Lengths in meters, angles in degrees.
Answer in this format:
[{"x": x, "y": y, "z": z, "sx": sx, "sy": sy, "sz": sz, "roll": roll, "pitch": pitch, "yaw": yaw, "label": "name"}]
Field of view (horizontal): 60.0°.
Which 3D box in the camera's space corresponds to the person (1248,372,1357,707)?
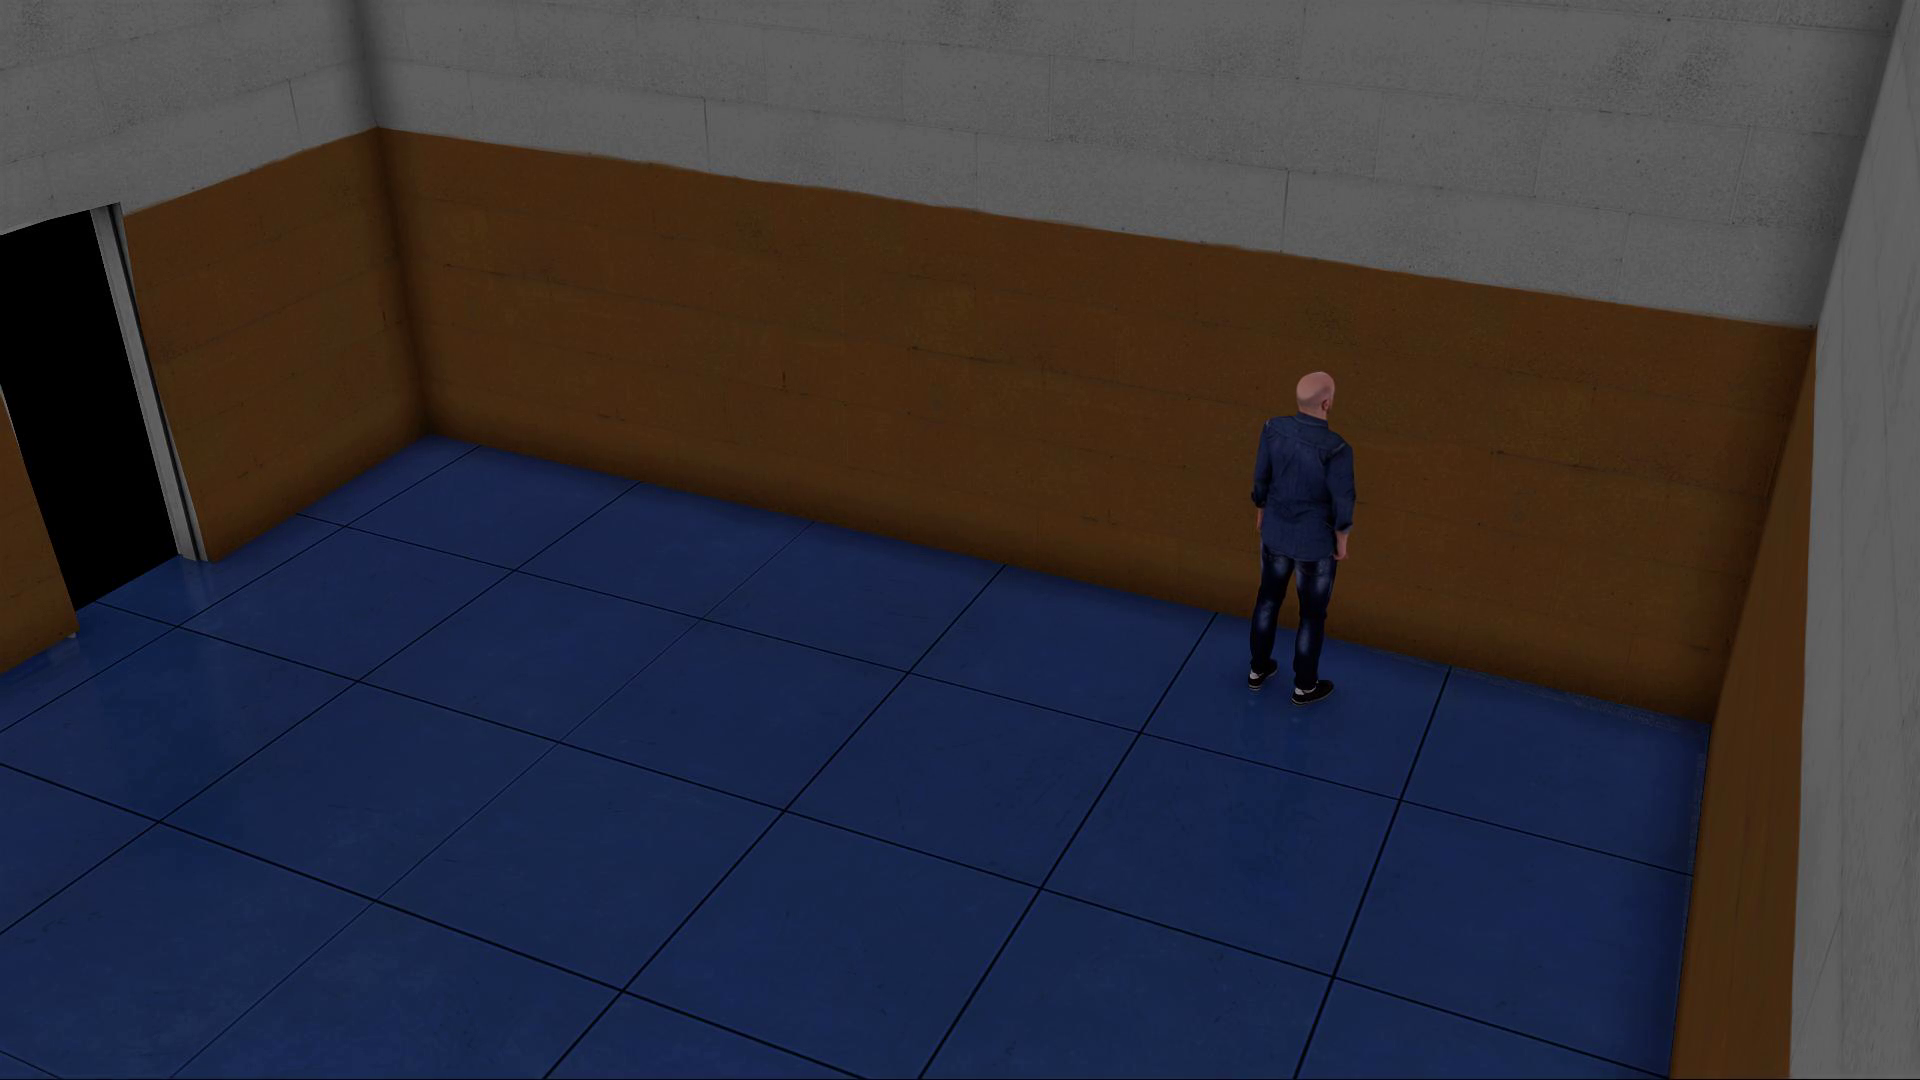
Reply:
[{"x": 1.737, "y": -0.008, "z": 8.491, "sx": 0.617, "sy": 1.825, "sz": 0.837, "roll": 22, "pitch": 35, "yaw": 34, "label": "person"}]
